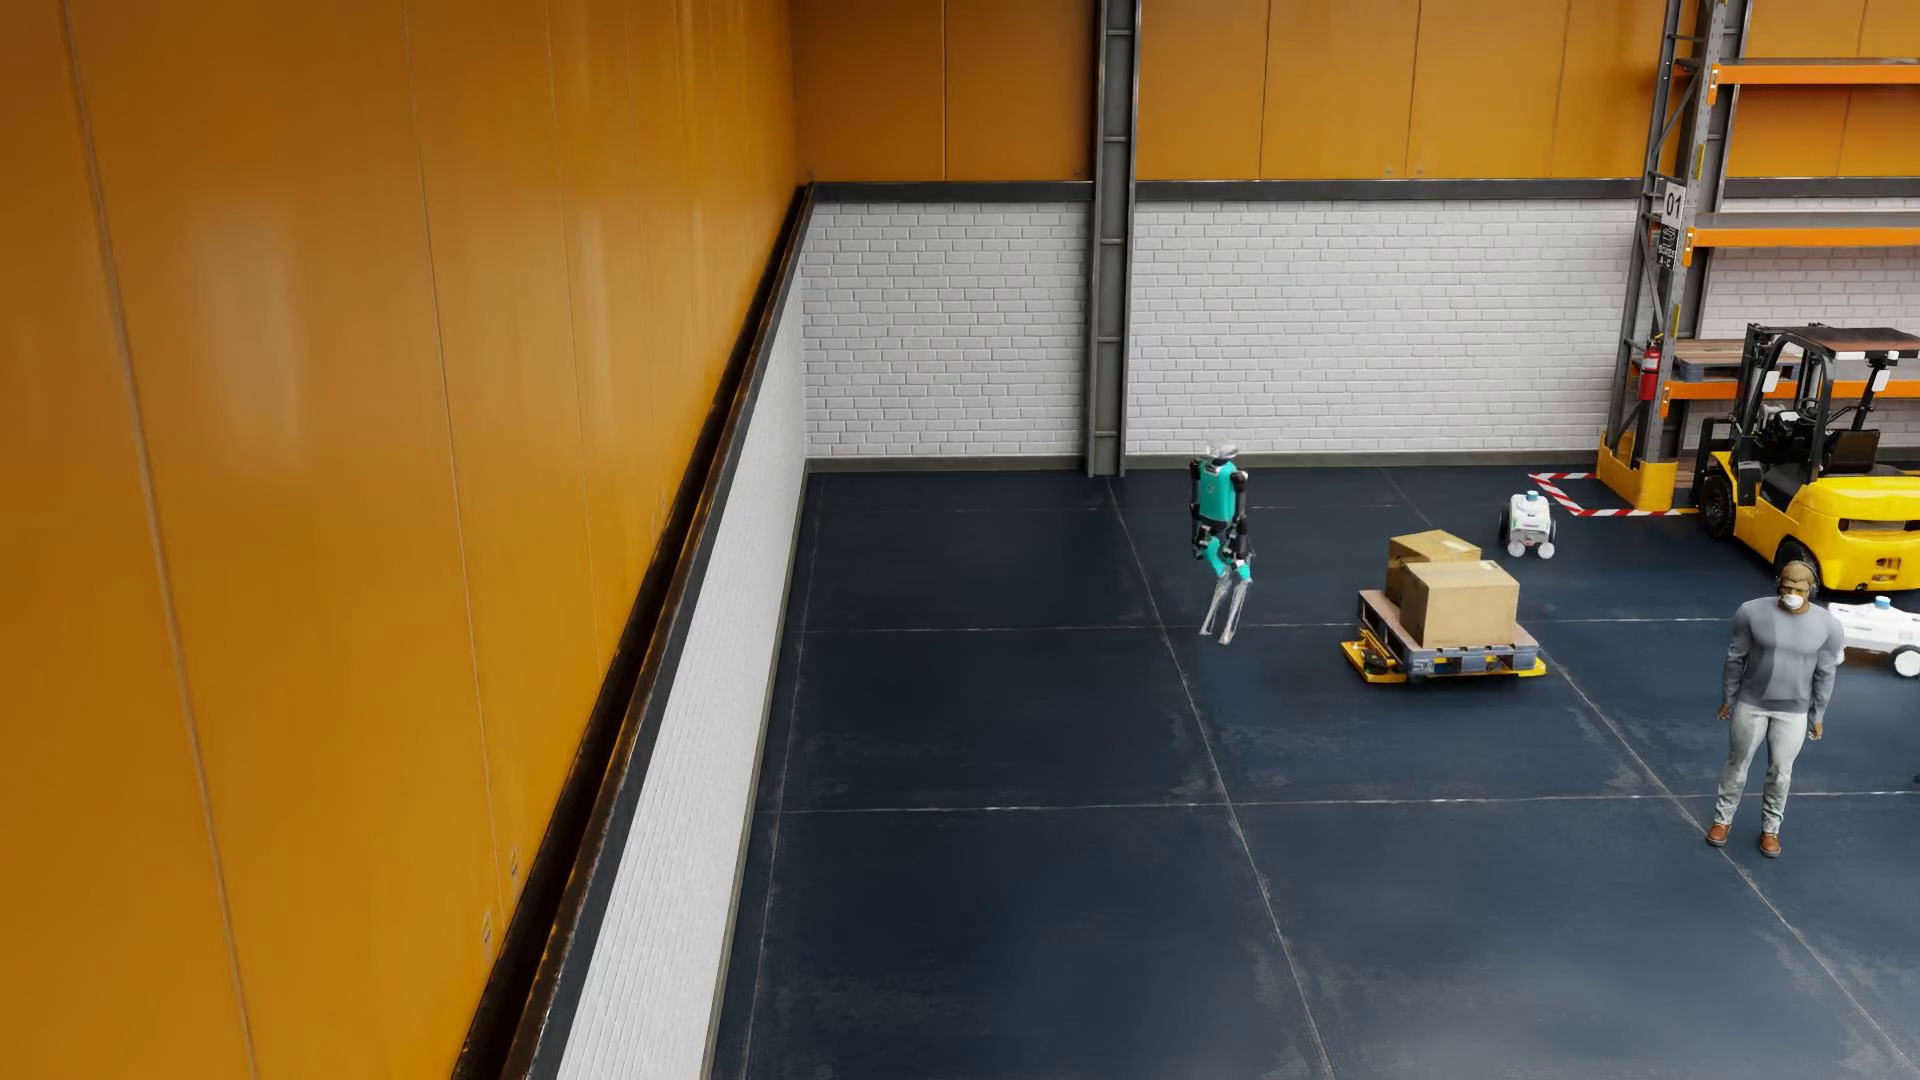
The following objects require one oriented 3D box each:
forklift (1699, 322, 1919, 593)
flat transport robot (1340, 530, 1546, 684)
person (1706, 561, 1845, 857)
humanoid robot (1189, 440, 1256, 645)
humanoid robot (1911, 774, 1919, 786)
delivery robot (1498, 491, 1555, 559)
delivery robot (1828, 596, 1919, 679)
[{"bbox_3d":[7.809,-0.792,14.926,1.214,2.155,2.313,-1,20,-2],"label":"forklift"},{"bbox_3d":[3.808,0.893,13.132,1.431,0.231,0.659,-2,20,-6],"label":"flat transport robot"},{"bbox_3d":[5.050,1.037,10.333,0.626,1.940,0.372,10,22,25],"label":"person"},{"bbox_3d":[2.176,0.011,13.386,0.544,1.769,0.710,19,28,41],"label":"humanoid robot"},{"bbox_3d":[6.664,0.958,10.936,0.585,1.642,0.352,-8,22,-20],"label":"humanoid robot"},{"bbox_3d":[5.350,-0.167,15.618,0.516,0.614,0.785,6,21,15],"label":"delivery robot"},{"bbox_3d":[7.244,0.728,13.130,0.749,0.569,0.499,8,22,21],"label":"delivery robot"}]
